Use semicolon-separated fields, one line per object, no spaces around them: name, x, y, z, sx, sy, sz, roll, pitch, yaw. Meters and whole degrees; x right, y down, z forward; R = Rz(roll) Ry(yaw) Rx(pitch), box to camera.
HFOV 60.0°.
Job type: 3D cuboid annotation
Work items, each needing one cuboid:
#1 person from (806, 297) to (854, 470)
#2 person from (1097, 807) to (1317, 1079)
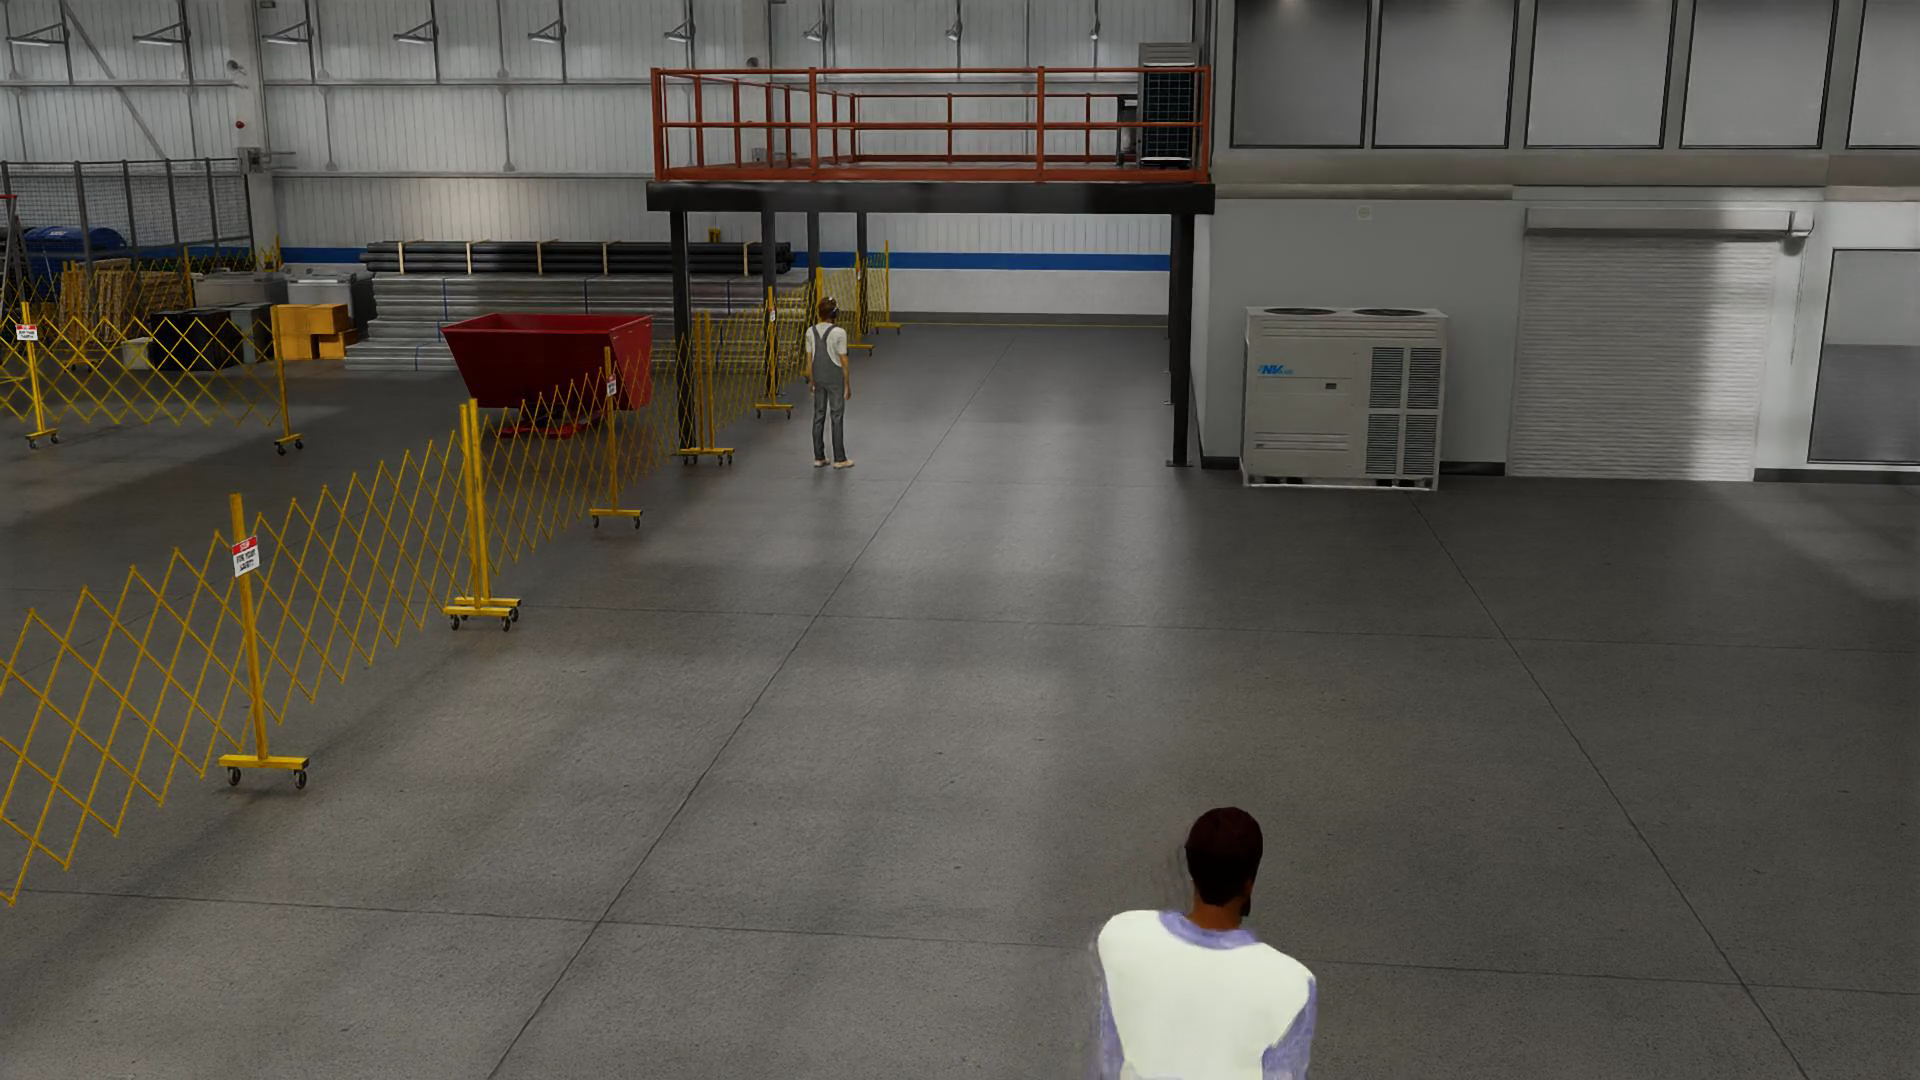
person;-1.395;-1.672;17.782;0.506;1.846;0.345;7;15;25
person;0.604;1.602;4.333;0.592;1.883;0.938;6;15;23
